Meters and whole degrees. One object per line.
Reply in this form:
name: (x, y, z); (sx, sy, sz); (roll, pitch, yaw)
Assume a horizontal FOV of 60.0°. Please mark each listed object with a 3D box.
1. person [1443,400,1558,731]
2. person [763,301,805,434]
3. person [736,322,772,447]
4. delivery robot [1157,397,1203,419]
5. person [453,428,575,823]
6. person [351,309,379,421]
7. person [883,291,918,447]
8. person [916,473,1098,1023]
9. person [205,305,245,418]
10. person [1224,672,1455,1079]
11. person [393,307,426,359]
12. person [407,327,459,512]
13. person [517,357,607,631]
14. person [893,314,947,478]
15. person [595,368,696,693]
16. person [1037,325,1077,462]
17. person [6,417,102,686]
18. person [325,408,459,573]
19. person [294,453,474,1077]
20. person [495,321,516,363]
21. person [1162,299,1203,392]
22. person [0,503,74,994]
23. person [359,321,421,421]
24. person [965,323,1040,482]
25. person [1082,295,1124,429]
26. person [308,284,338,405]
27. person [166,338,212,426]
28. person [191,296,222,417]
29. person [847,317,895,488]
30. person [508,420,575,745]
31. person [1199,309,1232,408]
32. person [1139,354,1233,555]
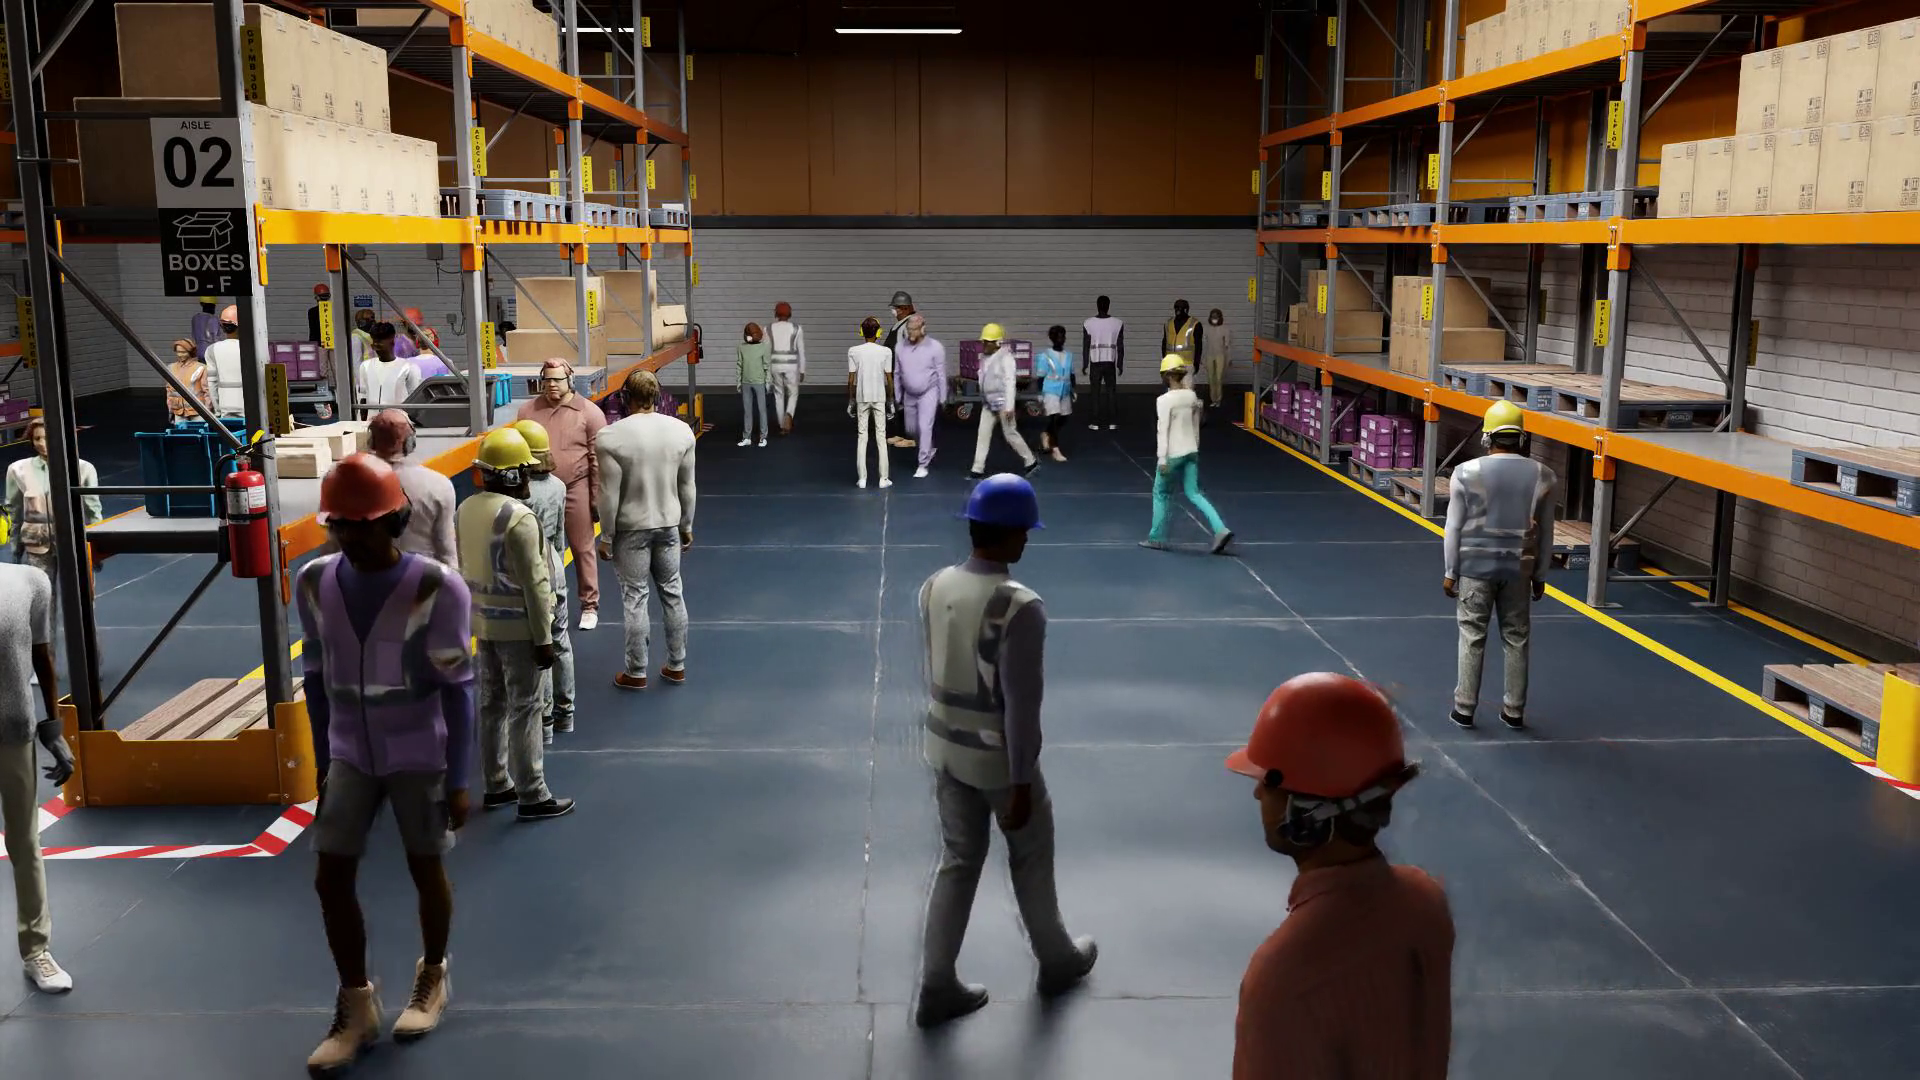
person: (2.948, 0.148, 9.144); (0.586, 1.824, 0.404); (0, 10, 0)
person: (-2.444, -2.366, 23.029); (0.581, 1.869, 0.650); (0, 10, 2)
person: (-2.711, -2.039, 21.839); (0.499, 1.633, 0.281); (3, 11, 19)
delivery robot: (3.186, -1.955, 24.117); (0.477, 0.478, 0.707); (-8, 13, -37)
person: (-2.076, 0.394, 7.733); (0.590, 1.833, 0.404); (9, 13, 40)
person: (-7.411, -1.973, 20.891); (0.429, 1.846, 0.625); (0, 10, 1)
person: (-0.784, -2.244, 21.848); (0.538, 2.000, 0.690); (-3, 11, -16)
person: (0.167, 0.710, 5.774); (0.802, 1.899, 0.647); (-9, 14, -41)
person: (-7.259, -1.337, 16.790); (0.608, 2.044, 0.370); (1, 10, 7)
person: (0.547, 1.185, 2.930); (0.841, 1.965, 0.658); (9, 13, 41)
person: (-6.615, -1.822, 19.875); (0.590, 1.913, 0.552); (2, 10, 10)
person: (-5.218, -1.164, 16.394); (0.564, 1.838, 0.388); (0, 10, -1)
person: (-2.756, -0.310, 11.490); (0.635, 1.900, 0.401); (2, 10, 9)
person: (-0.422, -1.674, 19.164); (0.661, 1.869, 0.737); (5, 11, 27)
person: (-1.875, -0.058, 9.954); (0.635, 1.939, 0.367); (-7, 12, -35)
person: (1.140, -1.820, 20.482); (0.548, 1.677, 0.610); (-6, 12, -32)
person: (-5.489, 0.064, 10.114); (0.521, 1.638, 0.312); (-2, 10, -13)
person: (-2.831, 0.269, 8.330); (0.660, 1.866, 0.977); (-2, 10, -10)
person: (-1.878, 0.723, 5.374); (0.627, 2.012, 0.763); (1, 10, 7)
person: (-5.638, -1.889, 20.830); (0.532, 1.696, 0.319); (0, 10, -1)
person: (3.245, -2.611, 24.450); (0.624, 1.845, 0.430); (7, 12, 33)
person: (-3.406, 0.721, 5.830); (0.518, 1.865, 0.329); (-8, 13, -39)
person: (-5.238, -1.024, 15.282); (0.603, 1.958, 0.381); (1, 10, 8)
person: (0.480, -1.556, 18.760); (0.910, 1.785, 0.634); (-8, 13, -36)
person: (2.049, -2.532, 23.803); (0.597, 1.914, 0.372); (-1, 10, -4)
person: (-10.372, -3.184, 27.212); (0.375, 1.995, 0.610); (7, 12, 34)
person: (-8.383, -1.372, 18.113); (0.510, 1.639, 0.308); (1, 10, 7)
person: (-11.415, -2.810, 25.313); (0.588, 1.928, 0.384); (6, 12, 31)
person: (-0.972, -1.498, 18.173); (0.532, 1.868, 0.310); (0, 10, 1)
person: (-2.282, 0.225, 8.917); (0.289, 1.746, 0.487); (3, 11, 18)
person: (4.101, -2.927, 26.883); (0.507, 1.603, 0.739); (5, 11, 24)
person: (1.940, -0.733, 14.323); (0.561, 1.724, 0.819); (-10, 14, -43)
